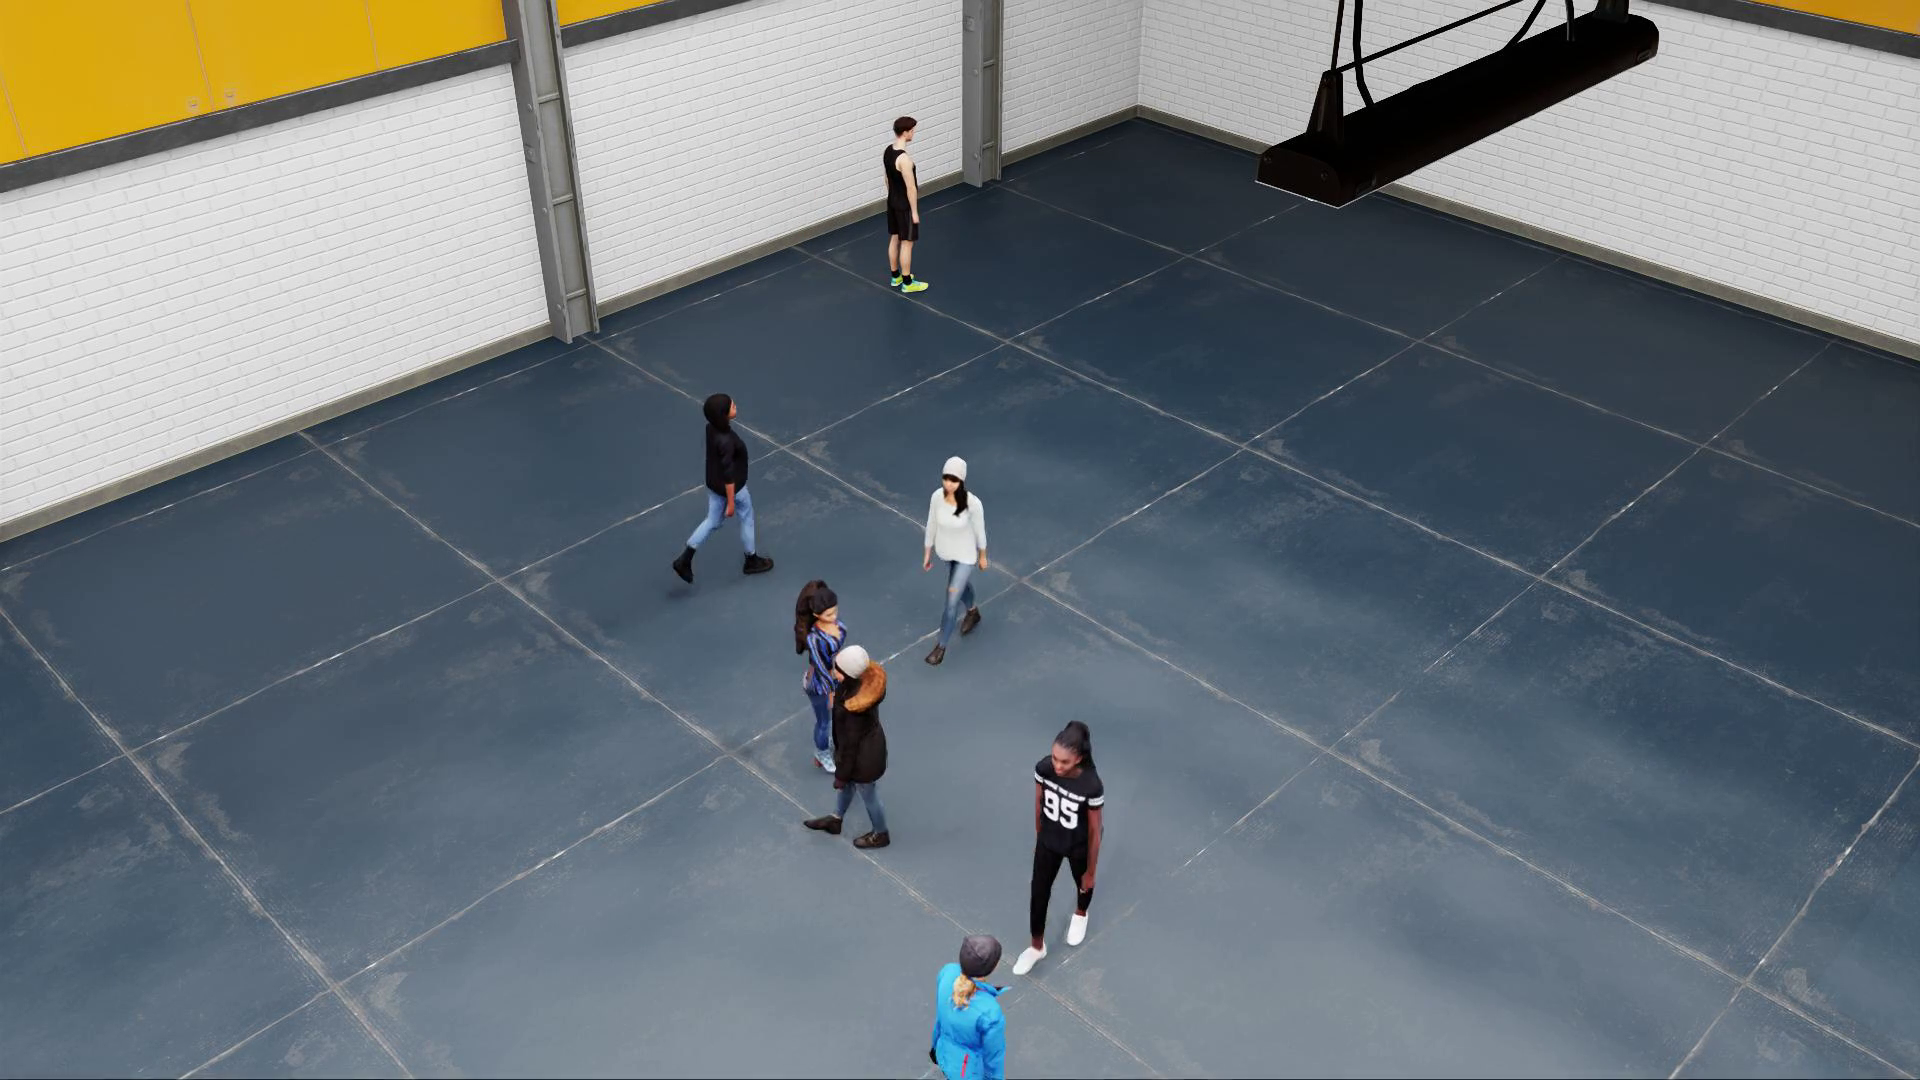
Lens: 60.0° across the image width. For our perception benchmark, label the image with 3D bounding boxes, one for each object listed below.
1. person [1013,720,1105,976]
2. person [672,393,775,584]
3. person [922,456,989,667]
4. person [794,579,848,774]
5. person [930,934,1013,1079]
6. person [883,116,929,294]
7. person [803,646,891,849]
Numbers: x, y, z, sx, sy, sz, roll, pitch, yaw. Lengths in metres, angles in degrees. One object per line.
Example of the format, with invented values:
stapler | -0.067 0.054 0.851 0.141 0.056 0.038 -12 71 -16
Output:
person | 0.676 1.731 9.814 0.800 1.710 0.992 13 36 19
person | -1.905 -0.368 13.004 1.103 1.675 0.676 -21 39 -28
person | 0.003 0.083 12.392 0.790 1.601 1.143 17 37 24
person | -0.963 0.936 11.104 0.779 1.607 0.662 12 35 17
person | -0.056 2.694 8.320 1.180 1.760 0.806 -21 39 -28
person | -0.612 -3.551 17.597 0.659 1.891 0.731 -19 38 -27
person | -0.563 1.325 10.504 0.963 1.623 0.899 0 34 0
